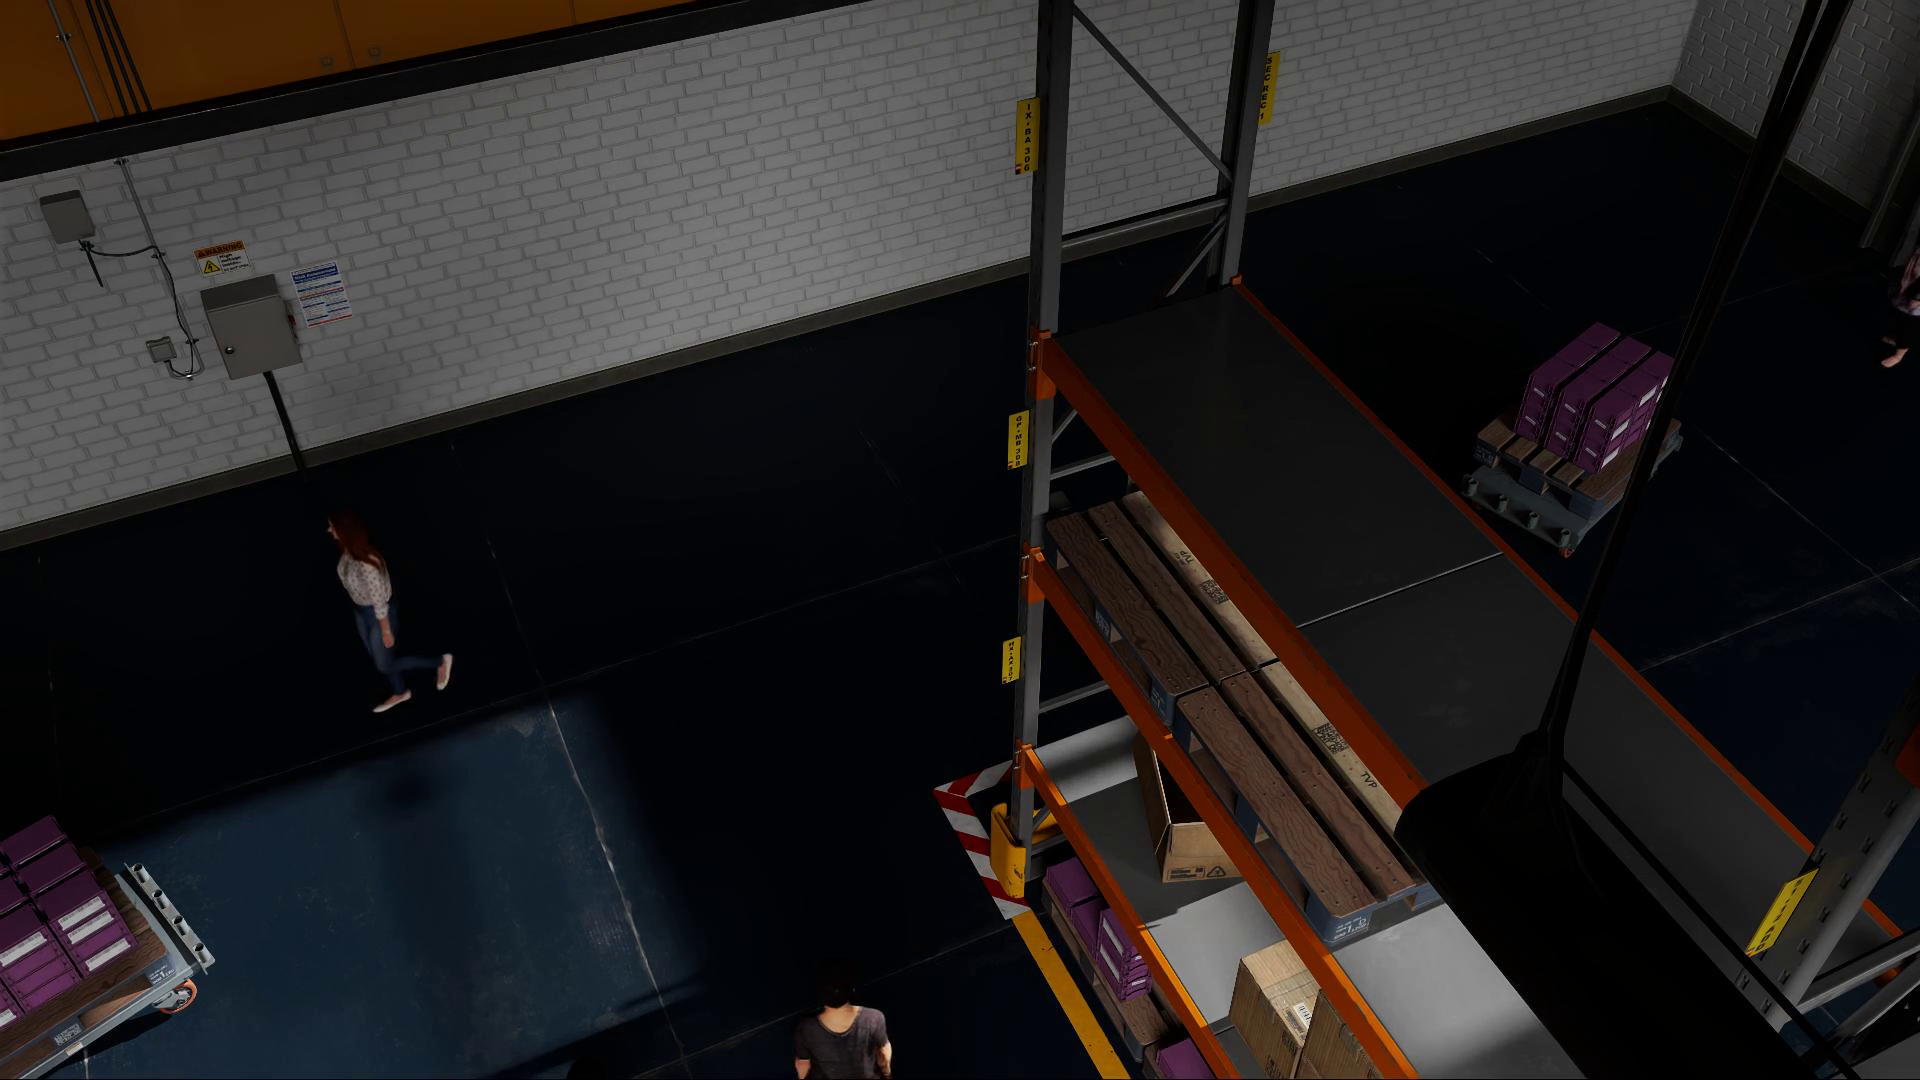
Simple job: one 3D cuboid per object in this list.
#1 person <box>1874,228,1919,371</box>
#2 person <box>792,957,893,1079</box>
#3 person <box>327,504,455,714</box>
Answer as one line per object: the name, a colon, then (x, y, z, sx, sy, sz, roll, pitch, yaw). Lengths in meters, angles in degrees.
person: (7.649, -2.028, 13.179, 0.924, 1.592, 0.814, 17, 46, 17)
person: (-0.559, 2.660, 8.174, 0.739, 1.708, 0.792, -4, 44, -4)
person: (-3.606, 0.429, 10.512, 0.731, 1.713, 0.797, -26, 50, -25)
